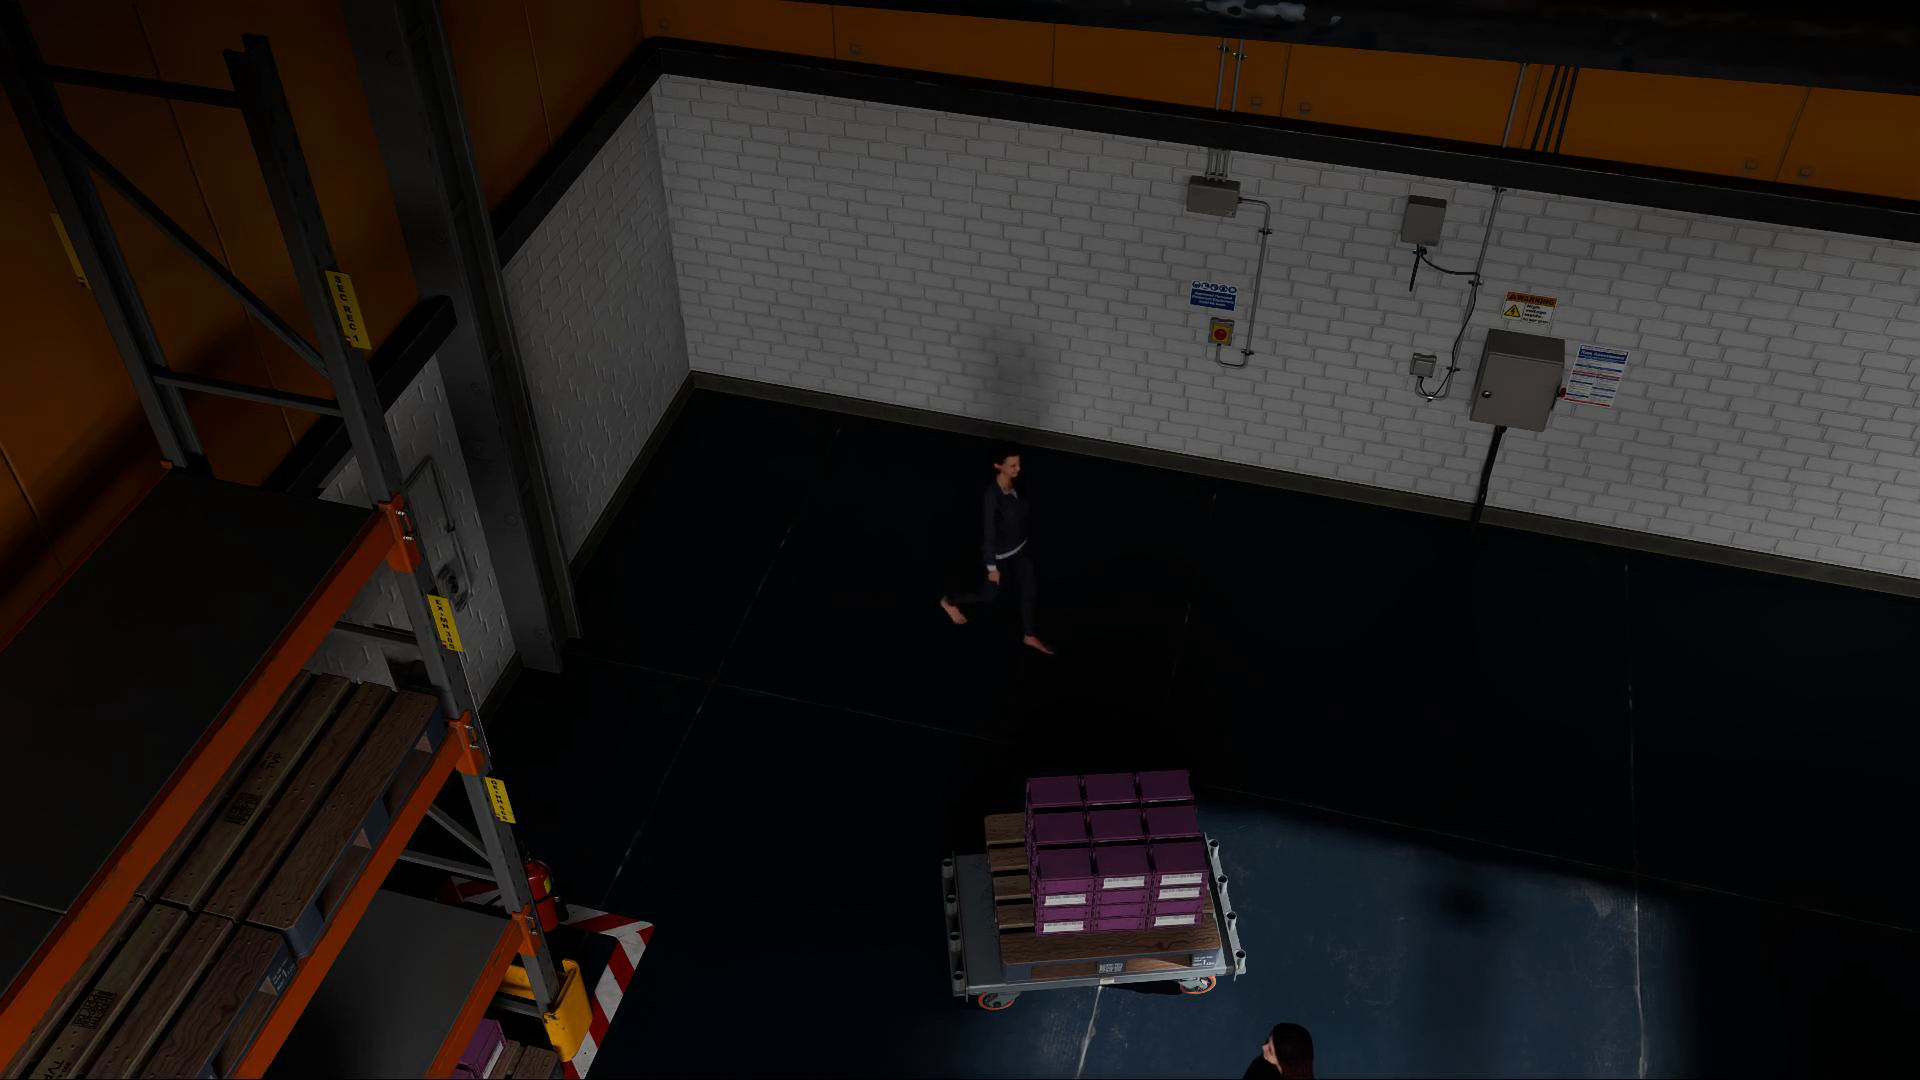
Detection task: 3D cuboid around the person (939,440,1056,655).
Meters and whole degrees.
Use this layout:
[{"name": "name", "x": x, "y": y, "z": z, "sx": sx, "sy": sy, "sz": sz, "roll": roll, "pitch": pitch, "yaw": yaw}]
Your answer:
[{"name": "person", "x": 0.214, "y": 0.030, "z": 10.979, "sx": 0.901, "sy": 1.737, "sz": 1.117, "roll": 23, "pitch": 48, "yaw": 22}]

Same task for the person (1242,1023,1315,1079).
[{"name": "person", "x": 1.595, "y": 2.847, "z": 8.104, "sx": 0.843, "sy": 1.625, "sz": 0.900, "roll": -3, "pitch": 44, "yaw": -3}]
